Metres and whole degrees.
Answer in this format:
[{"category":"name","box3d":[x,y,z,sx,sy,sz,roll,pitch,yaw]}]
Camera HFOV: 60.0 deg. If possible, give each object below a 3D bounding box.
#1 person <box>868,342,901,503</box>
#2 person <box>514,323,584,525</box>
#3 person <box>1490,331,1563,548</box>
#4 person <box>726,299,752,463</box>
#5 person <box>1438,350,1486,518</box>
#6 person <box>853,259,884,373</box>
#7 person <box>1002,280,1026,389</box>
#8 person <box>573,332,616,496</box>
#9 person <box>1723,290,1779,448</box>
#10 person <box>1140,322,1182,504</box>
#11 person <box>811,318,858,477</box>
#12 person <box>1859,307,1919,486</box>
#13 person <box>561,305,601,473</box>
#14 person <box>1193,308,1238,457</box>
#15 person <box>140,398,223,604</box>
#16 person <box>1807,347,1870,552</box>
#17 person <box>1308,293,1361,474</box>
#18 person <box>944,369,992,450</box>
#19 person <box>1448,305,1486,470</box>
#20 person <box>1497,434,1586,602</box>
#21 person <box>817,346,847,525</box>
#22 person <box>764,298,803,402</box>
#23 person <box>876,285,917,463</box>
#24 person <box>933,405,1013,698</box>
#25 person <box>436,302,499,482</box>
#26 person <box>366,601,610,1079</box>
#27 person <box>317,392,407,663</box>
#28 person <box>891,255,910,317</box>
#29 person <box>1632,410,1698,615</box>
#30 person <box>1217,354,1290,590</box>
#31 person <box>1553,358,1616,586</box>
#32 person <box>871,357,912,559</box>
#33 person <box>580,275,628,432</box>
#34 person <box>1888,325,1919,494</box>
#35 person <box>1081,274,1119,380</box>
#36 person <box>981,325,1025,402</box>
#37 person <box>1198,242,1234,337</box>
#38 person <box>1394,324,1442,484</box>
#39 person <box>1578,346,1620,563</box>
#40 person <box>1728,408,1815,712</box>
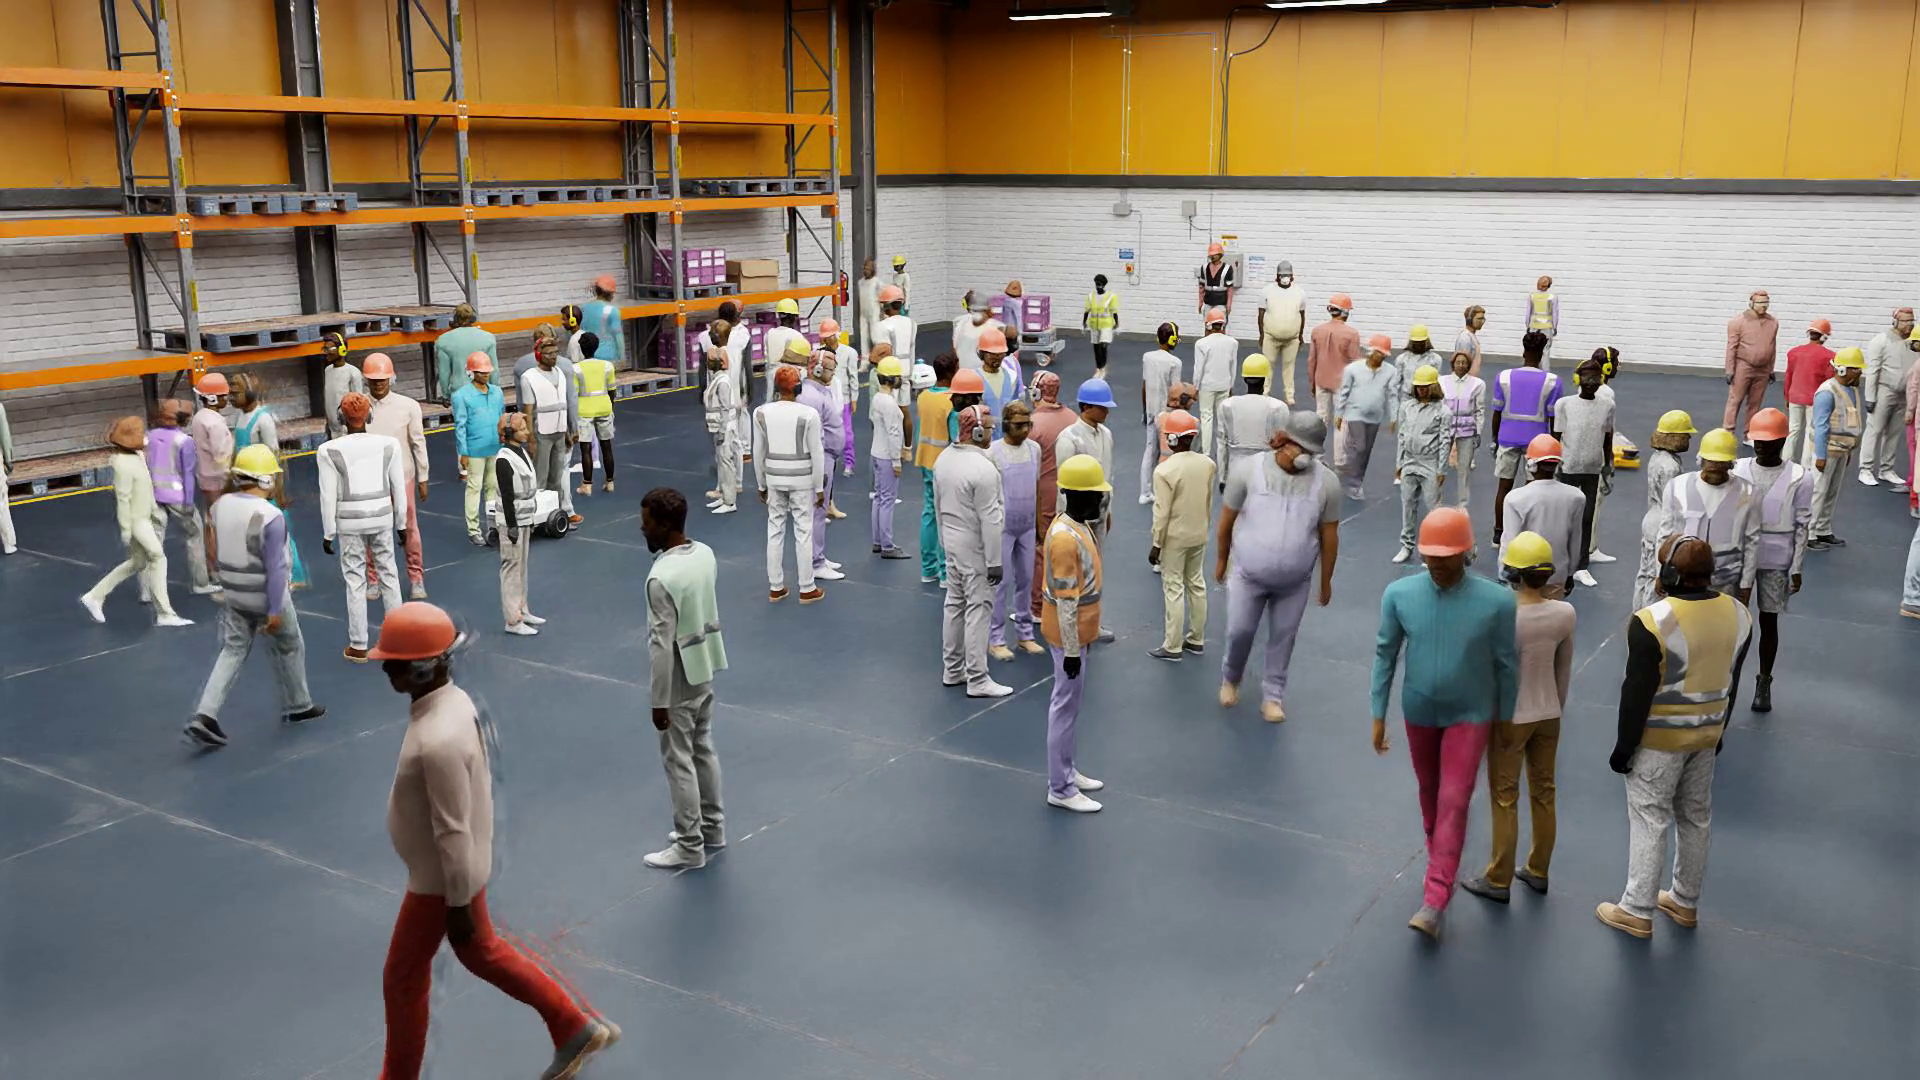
[{"category":"person","box3d":[-0.781,-1.188,16.848,0.275,1.632,0.507,-4,14,-18]},{"category":"person","box3d":[-3.880,-1.082,15.723,0.629,1.940,0.372,4,13,15]},{"category":"person","box3d":[5.028,-0.880,14.809,0.605,1.959,0.374,6,14,26]},{"category":"person","box3d":[-2.578,-1.815,19.022,0.355,1.885,0.575,-7,15,-27]},{"category":"person","box3d":[4.811,-1.030,16.145,0.514,1.645,0.308,4,13,15]},{"category":"person","box3d":[-1.475,-3.634,27.022,0.514,1.837,0.557,9,16,35]},{"category":"person","box3d":[0.798,-3.103,25.159,0.281,1.633,0.501,-6,14,-24]},{"category":"person","box3d":[-3.805,-1.303,17.213,0.535,1.697,0.318,-10,16,-36]},{"category":"person","box3d":[9.493,-2.036,19.933,0.648,1.907,0.401,-2,13,-9]},{"category":"person","box3d":[2.024,-1.248,16.636,0.344,1.856,0.526,-11,17,-41]},{"category":"person","box3d":[-1.393,-1.561,18.246,0.574,1.737,0.354,3,13,15]},{"category":"person","box3d":[9.959,-1.531,17.740,0.642,1.909,0.399,-3,13,-14]},{"category":"person","box3d":[-4.225,-1.675,18.477,0.325,1.859,0.519,1,13,6]},{"category":"person","box3d":[2.925,-1.793,19.211,0.569,1.751,0.329,-6,14,-23]},{"category":"person","box3d":[-6.248,-0.308,13.130,0.525,1.596,0.612,6,14,23]},{"category":"person","box3d":[7.780,-0.808,14.798,0.592,1.826,0.404,-10,17,-38]},{"category":"person","box3d":[4.162,-1.738,18.448,0.621,1.990,0.396,12,17,42]},{"category":"person","box3d":[0.069,-0.303,12.344,0.374,1.939,0.545,-1,13,-3]},{"category":"person","box3d":[5.682,-1.713,18.669,0.325,1.841,0.516,4,14,18]},{"category":"person","box3d":[3.663,0.194,10.595,0.573,1.749,0.339,-3,13,-13]},{"category":"person","box3d":[-1.281,-1.004,15.910,0.320,1.697,0.531,7,15,28]},{"category":"person","box3d":[-1.932,-1.736,18.611,0.585,1.918,0.393,11,17,40]},{"category":"person","box3d":[-0.762,-1.856,18.851,0.379,2.041,0.616,10,16,37]},{"category":"person","box3d":[0.098,0.069,10.802,0.408,1.906,0.654,-8,15,-30]},{"category":"person","box3d":[-5.277,-1.586,17.910,0.627,1.940,0.372,-4,14,-16]},{"category":"person","box3d":[-1.793,1.153,6.001,0.971,1.959,0.631,-3,13,-14]},{"category":"person","box3d":[-4.124,-0.087,11.527,0.584,1.882,0.347,-9,16,-34]},{"category":"person","box3d":[-1.061,-4.165,29.497,0.339,1.761,0.524,-8,15,-30]},{"category":"person","box3d":[4.939,-0.045,11.653,0.294,1.744,0.487,2,13,8]},{"category":"person","box3d":[2.348,-0.530,13.348,0.587,1.930,0.356,5,14,20]},{"category":"person","box3d":[5.060,-0.547,13.543,0.537,1.874,0.312,0,13,-1]},{"category":"person","box3d":[-0.611,-0.718,14.529,0.322,1.766,0.525,-4,14,-17]},{"category":"person","box3d":[-4.478,-2.335,21.003,0.633,2.009,0.461,8,15,32]},{"category":"person","box3d":[9.950,-1.358,17.314,0.340,1.760,0.525,11,17,39]},{"category":"person","box3d":[2.167,-3.307,25.932,0.574,1.671,0.611,7,15,29]},{"category":"person","box3d":[0.435,-1.223,16.570,0.430,1.836,0.626,5,14,21]},{"category":"person","box3d":[4.346,-4.055,28.397,0.614,2.038,0.395,8,15,31]},{"category":"person","box3d":[4.857,-1.436,17.723,0.496,1.730,0.358,3,13,12]},{"category":"person","box3d":[5.508,-0.740,14.392,0.317,1.870,0.531,-2,13,-11]},{"category":"person","box3d":[5.024,0.125,10.489,0.552,1.935,0.369,9,16,33]}]
